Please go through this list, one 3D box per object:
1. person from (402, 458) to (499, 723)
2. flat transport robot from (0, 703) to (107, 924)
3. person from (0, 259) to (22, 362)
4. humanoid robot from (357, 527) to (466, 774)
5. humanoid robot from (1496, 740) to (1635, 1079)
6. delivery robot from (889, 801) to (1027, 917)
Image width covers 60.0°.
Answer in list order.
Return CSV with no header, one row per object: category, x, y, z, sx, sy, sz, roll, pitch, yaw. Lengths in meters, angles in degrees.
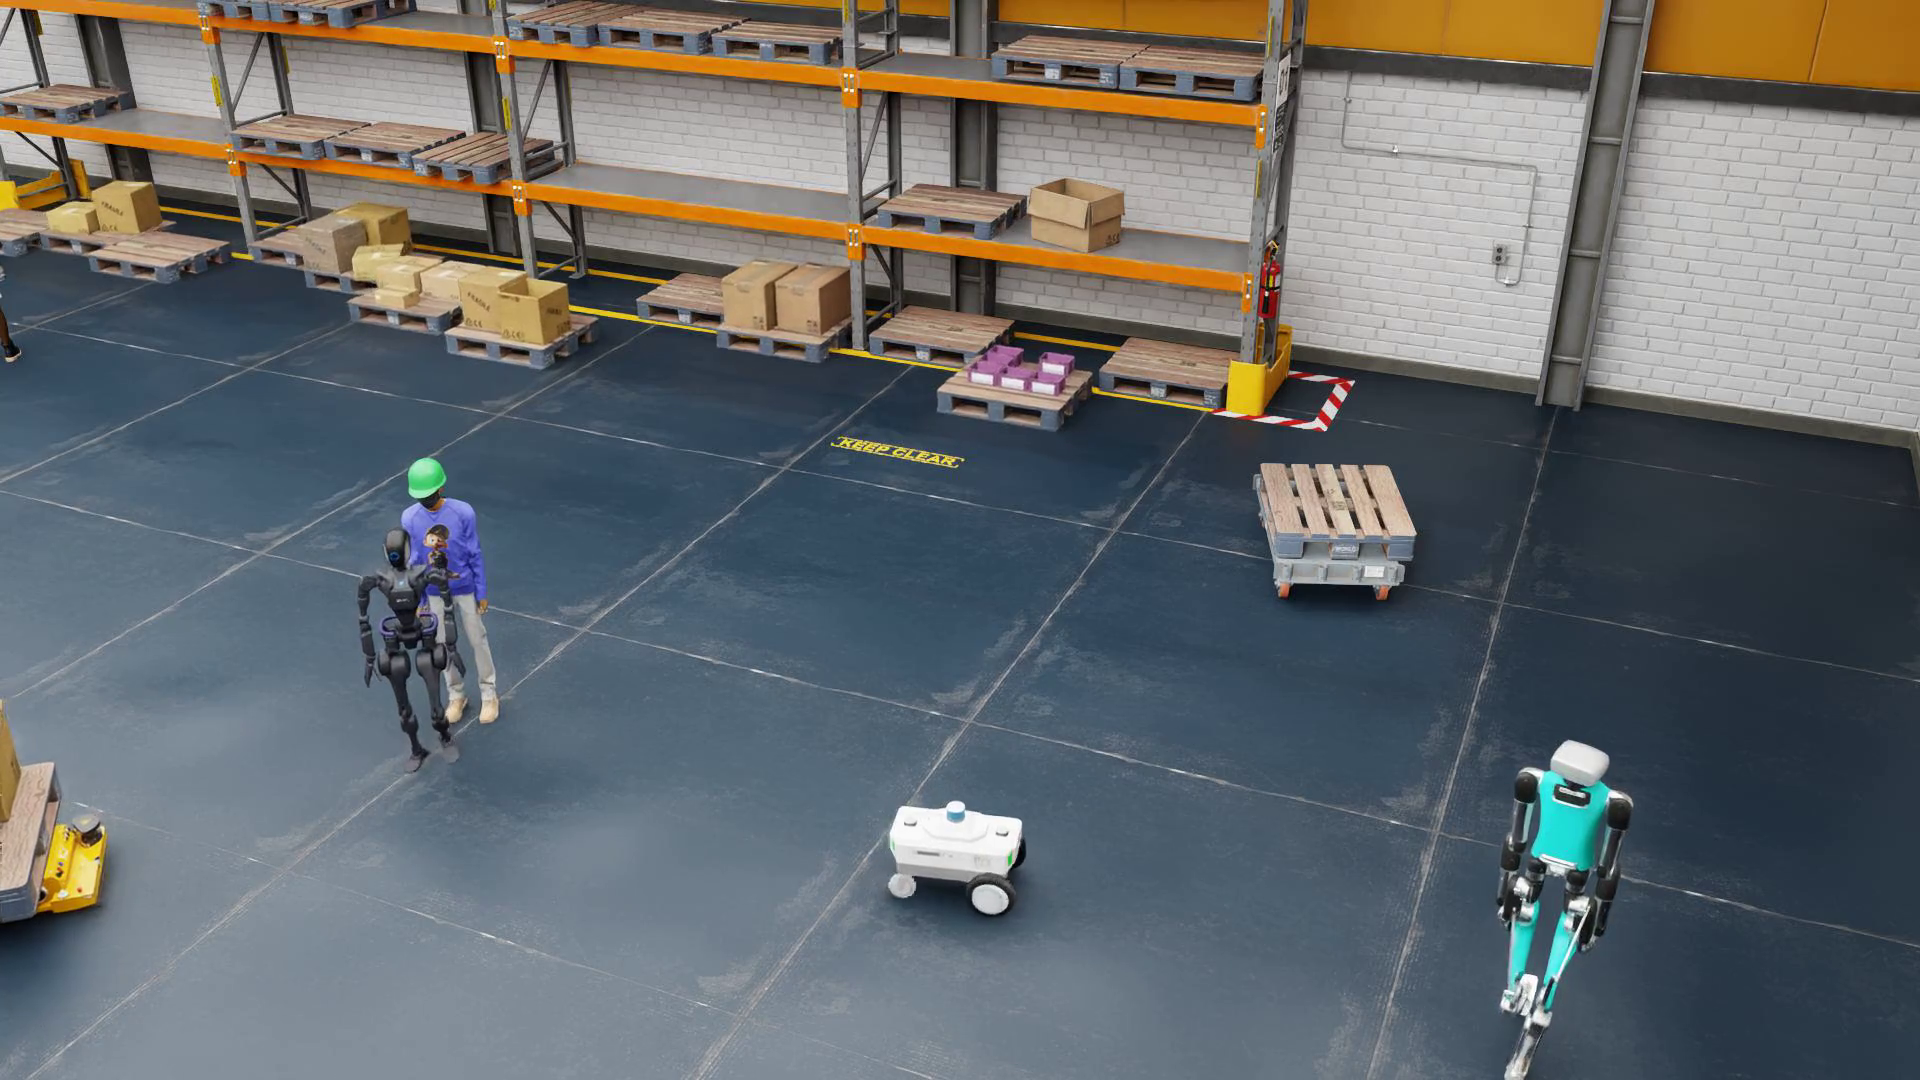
person,-3.247,0.325,10.572,0.471,1.862,0.378,-2,27,-4
flat transport robot,-5.557,1.914,9.220,1.431,0.231,0.659,-9,29,-17
person,-9.699,-2.671,16.261,0.611,1.963,0.362,-13,30,-23
humanoid robot,-3.327,0.670,10.091,0.591,1.651,0.323,-7,28,-14
humanoid robot,2.734,1.823,7.807,0.533,1.738,1.007,15,31,27
delivery robot,-0.001,1.732,9.265,0.784,0.599,0.499,5,28,9
